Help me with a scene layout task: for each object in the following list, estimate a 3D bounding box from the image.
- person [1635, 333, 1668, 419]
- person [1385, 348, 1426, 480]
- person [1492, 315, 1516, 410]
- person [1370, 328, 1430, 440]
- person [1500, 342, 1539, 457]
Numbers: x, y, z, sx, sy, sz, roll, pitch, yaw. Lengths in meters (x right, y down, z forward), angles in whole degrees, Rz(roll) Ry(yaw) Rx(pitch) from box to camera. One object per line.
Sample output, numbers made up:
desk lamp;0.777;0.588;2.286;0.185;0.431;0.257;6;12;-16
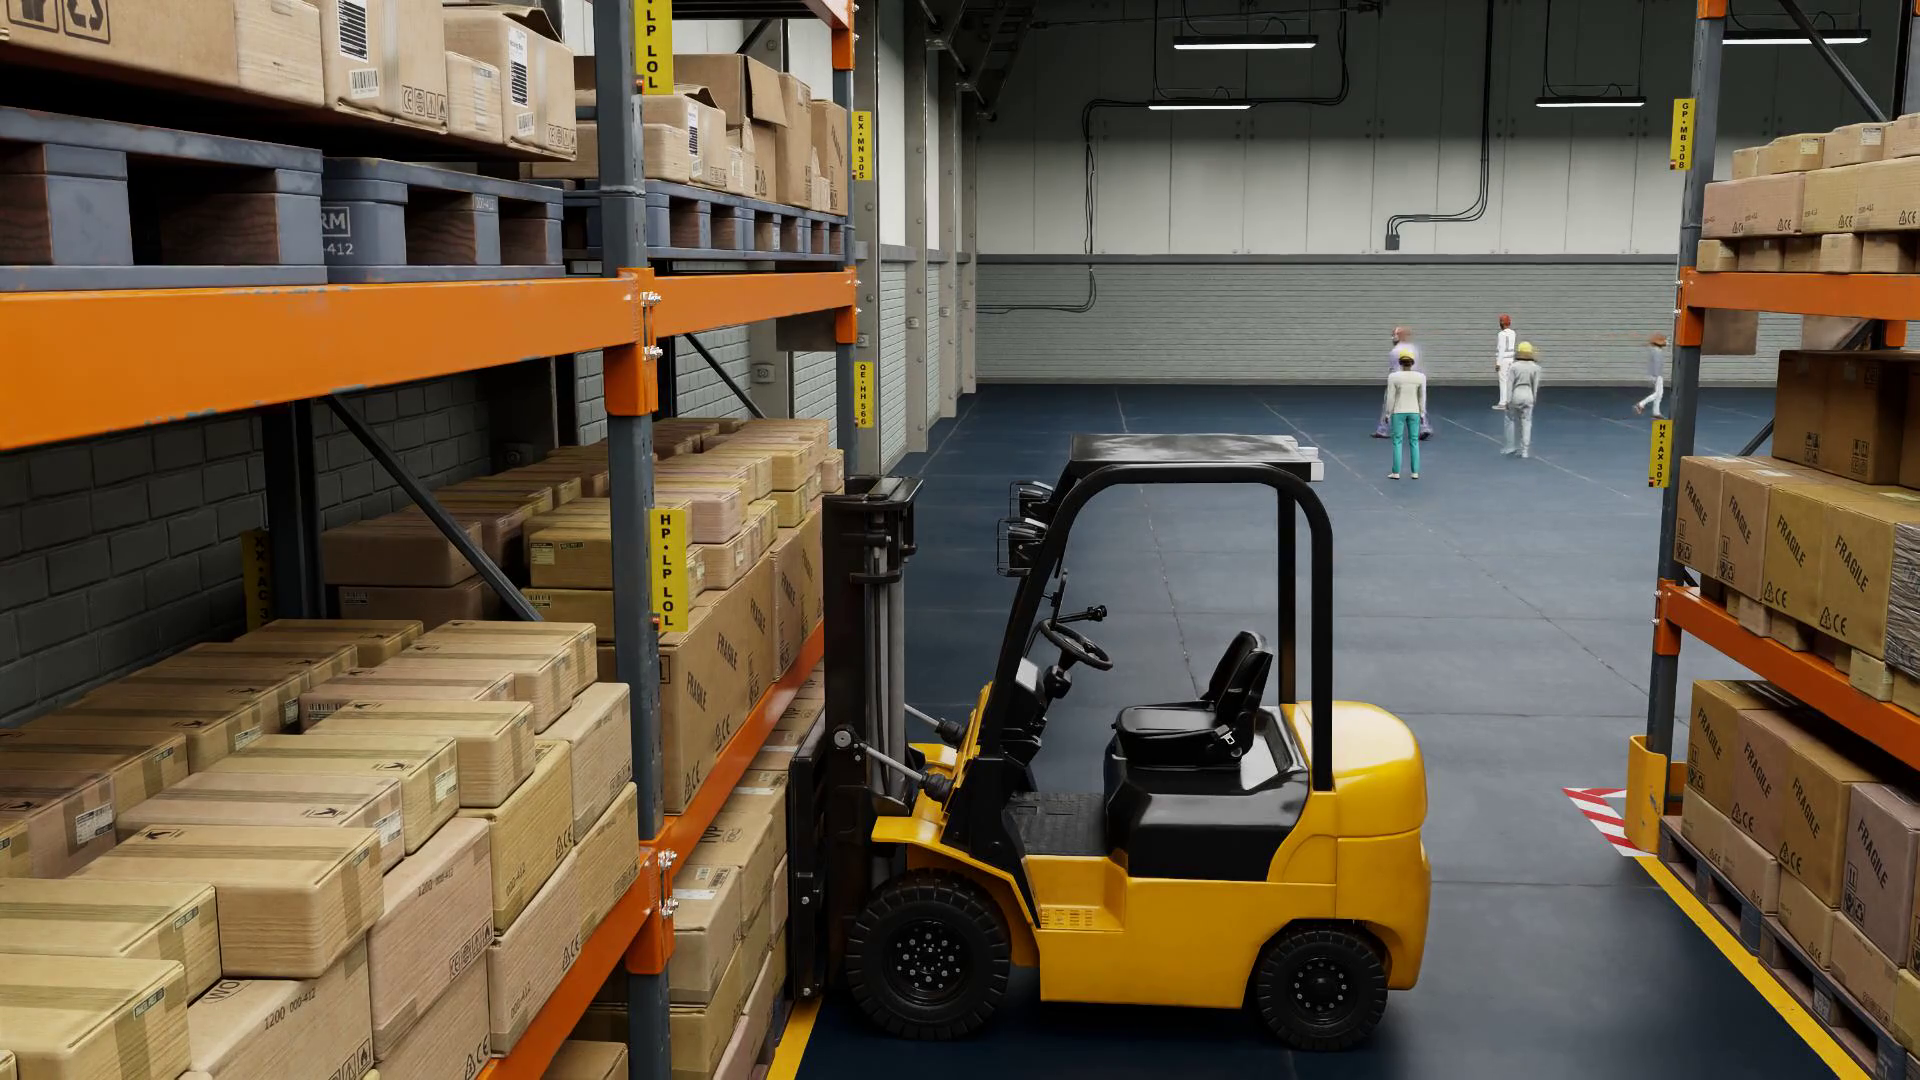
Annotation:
person;12.970;-3.057;31.039;0.473;1.617;0.505;4;10;24
person;5.970;-1.689;22.316;0.533;1.765;0.322;0;9;-1
person;10.858;-3.538;33.156;0.576;1.883;0.352;-9;13;-44
person;7.296;-2.562;27.352;0.621;1.858;1.012;-7;12;-37
person;8.426;-2.122;25.083;0.502;1.715;0.710;-1;9;-4
